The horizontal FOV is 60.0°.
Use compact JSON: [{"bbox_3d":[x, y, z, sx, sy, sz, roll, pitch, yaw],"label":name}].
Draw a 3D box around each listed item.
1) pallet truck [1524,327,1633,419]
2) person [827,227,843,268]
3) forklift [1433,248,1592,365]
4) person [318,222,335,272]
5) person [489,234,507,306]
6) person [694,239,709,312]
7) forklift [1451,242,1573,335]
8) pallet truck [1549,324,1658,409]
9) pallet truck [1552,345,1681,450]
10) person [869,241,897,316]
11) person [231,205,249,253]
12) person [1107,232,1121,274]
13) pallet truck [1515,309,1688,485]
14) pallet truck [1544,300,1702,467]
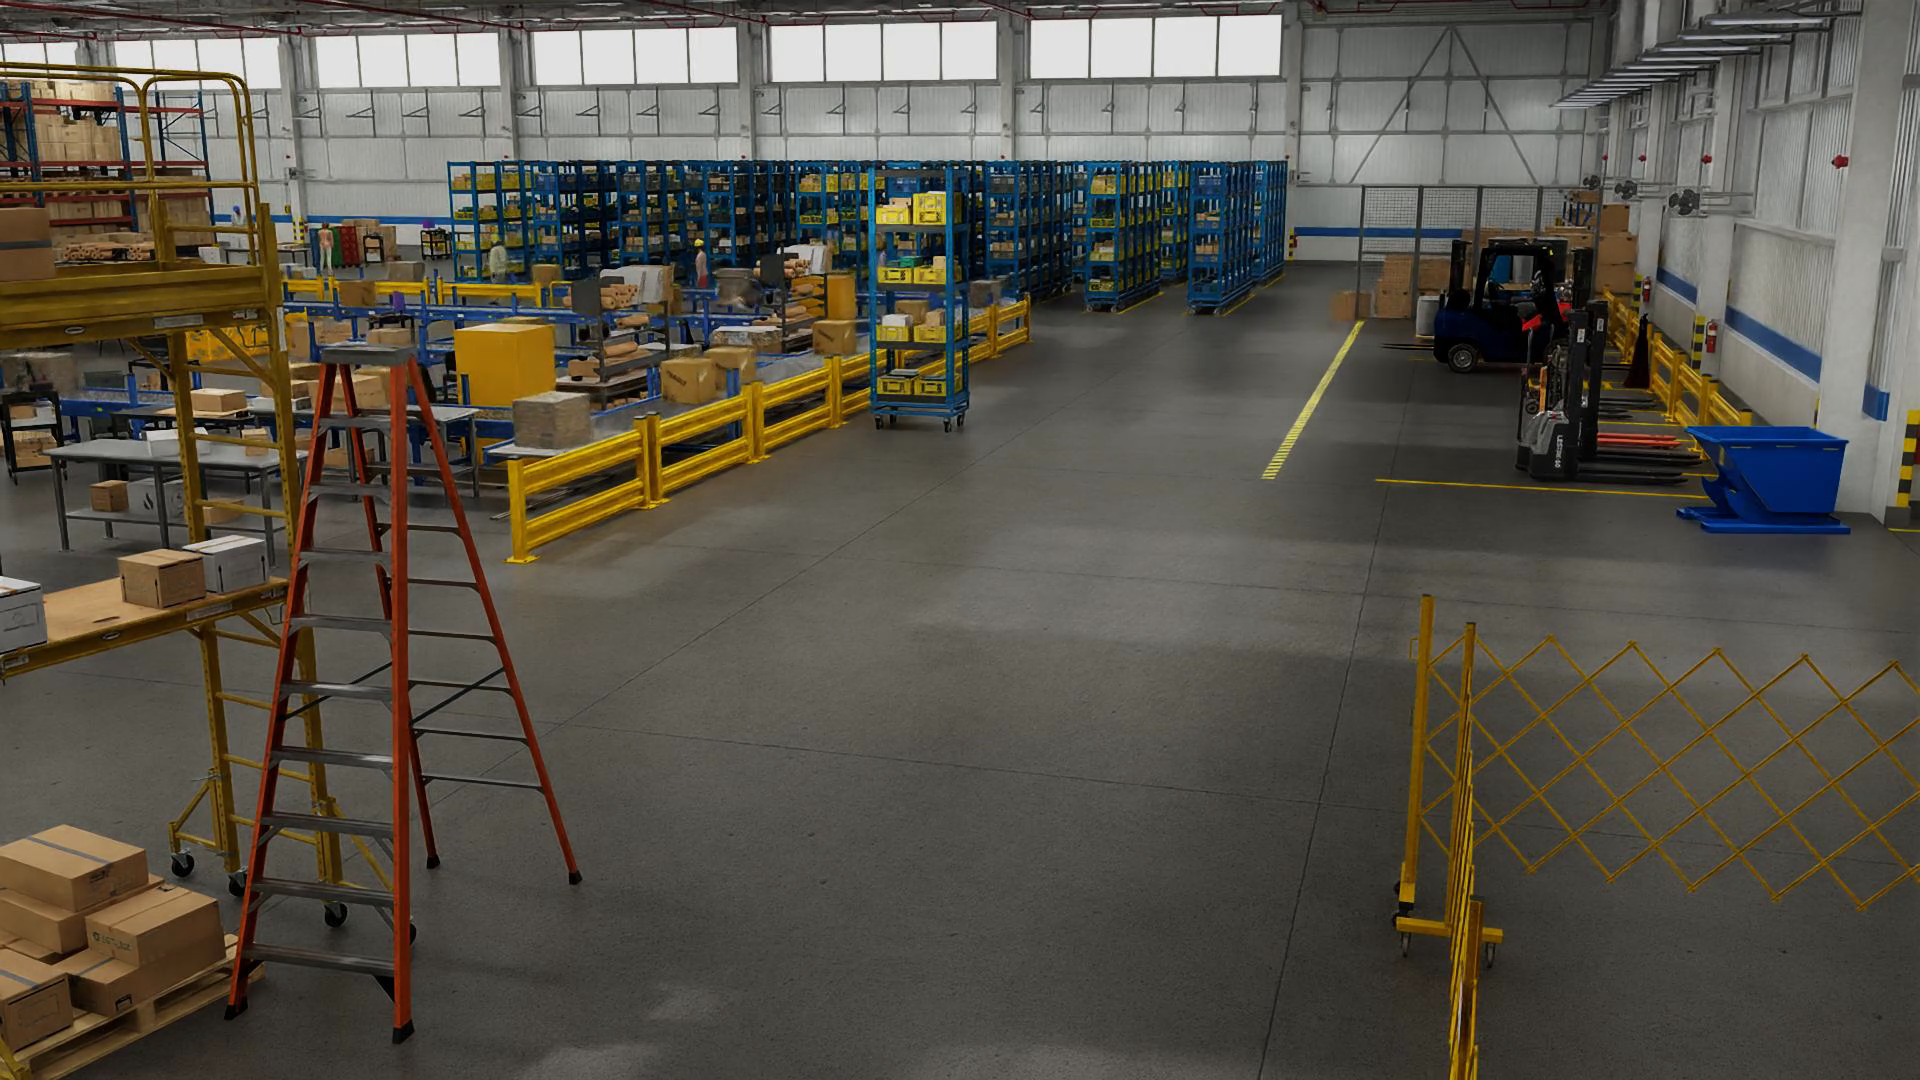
[{"bbox_3d":[9.065,-2.460,24.370,1.522,1.261,0.704,3,13,14],"label":"pallet truck"},{"bbox_3d":[-3.689,-8.322,48.174,0.606,2.000,1.046,2,13,10],"label":"person"},{"bbox_3d":[9.780,-4.111,29.280,2.680,1.987,1.157,3,13,14],"label":"forklift"},{"bbox_3d":[-20.740,-9.588,54.437,0.527,1.626,0.327,3,13,11],"label":"person"},{"bbox_3d":[-11.645,-6.840,42.167,0.673,1.814,0.600,4,14,18],"label":"person"},{"bbox_3d":[-6.294,-6.421,40.449,0.329,1.765,0.525,2,13,7],"label":"person"},{"bbox_3d":[10.464,-4.597,31.405,2.680,1.987,1.157,4,14,16],"label":"forklift"},{"bbox_3d":[9.824,-2.669,25.407,1.601,1.201,0.680,4,14,16],"label":"pallet truck"},{"bbox_3d":[8.641,-1.896,21.908,1.630,1.274,0.653,4,14,16],"label":"pallet truck"},{"bbox_3d":[-1.713,-6.165,39.283,0.988,1.792,0.574,5,14,22],"label":"person"},{"bbox_3d":[-27.224,-11.711,62.994,0.613,1.912,0.724,-4,14,-19],"label":"person"},{"bbox_3d":[4.260,-8.082,47.162,0.859,1.961,0.653,4,14,16],"label":"person"},{"bbox_3d":[7.554,-1.677,19.446,1.885,1.965,0.823,3,13,14],"label":"pallet truck"},{"bbox_3d":[8.263,-1.952,20.631,1.885,1.965,0.823,5,14,20],"label":"pallet truck"}]
